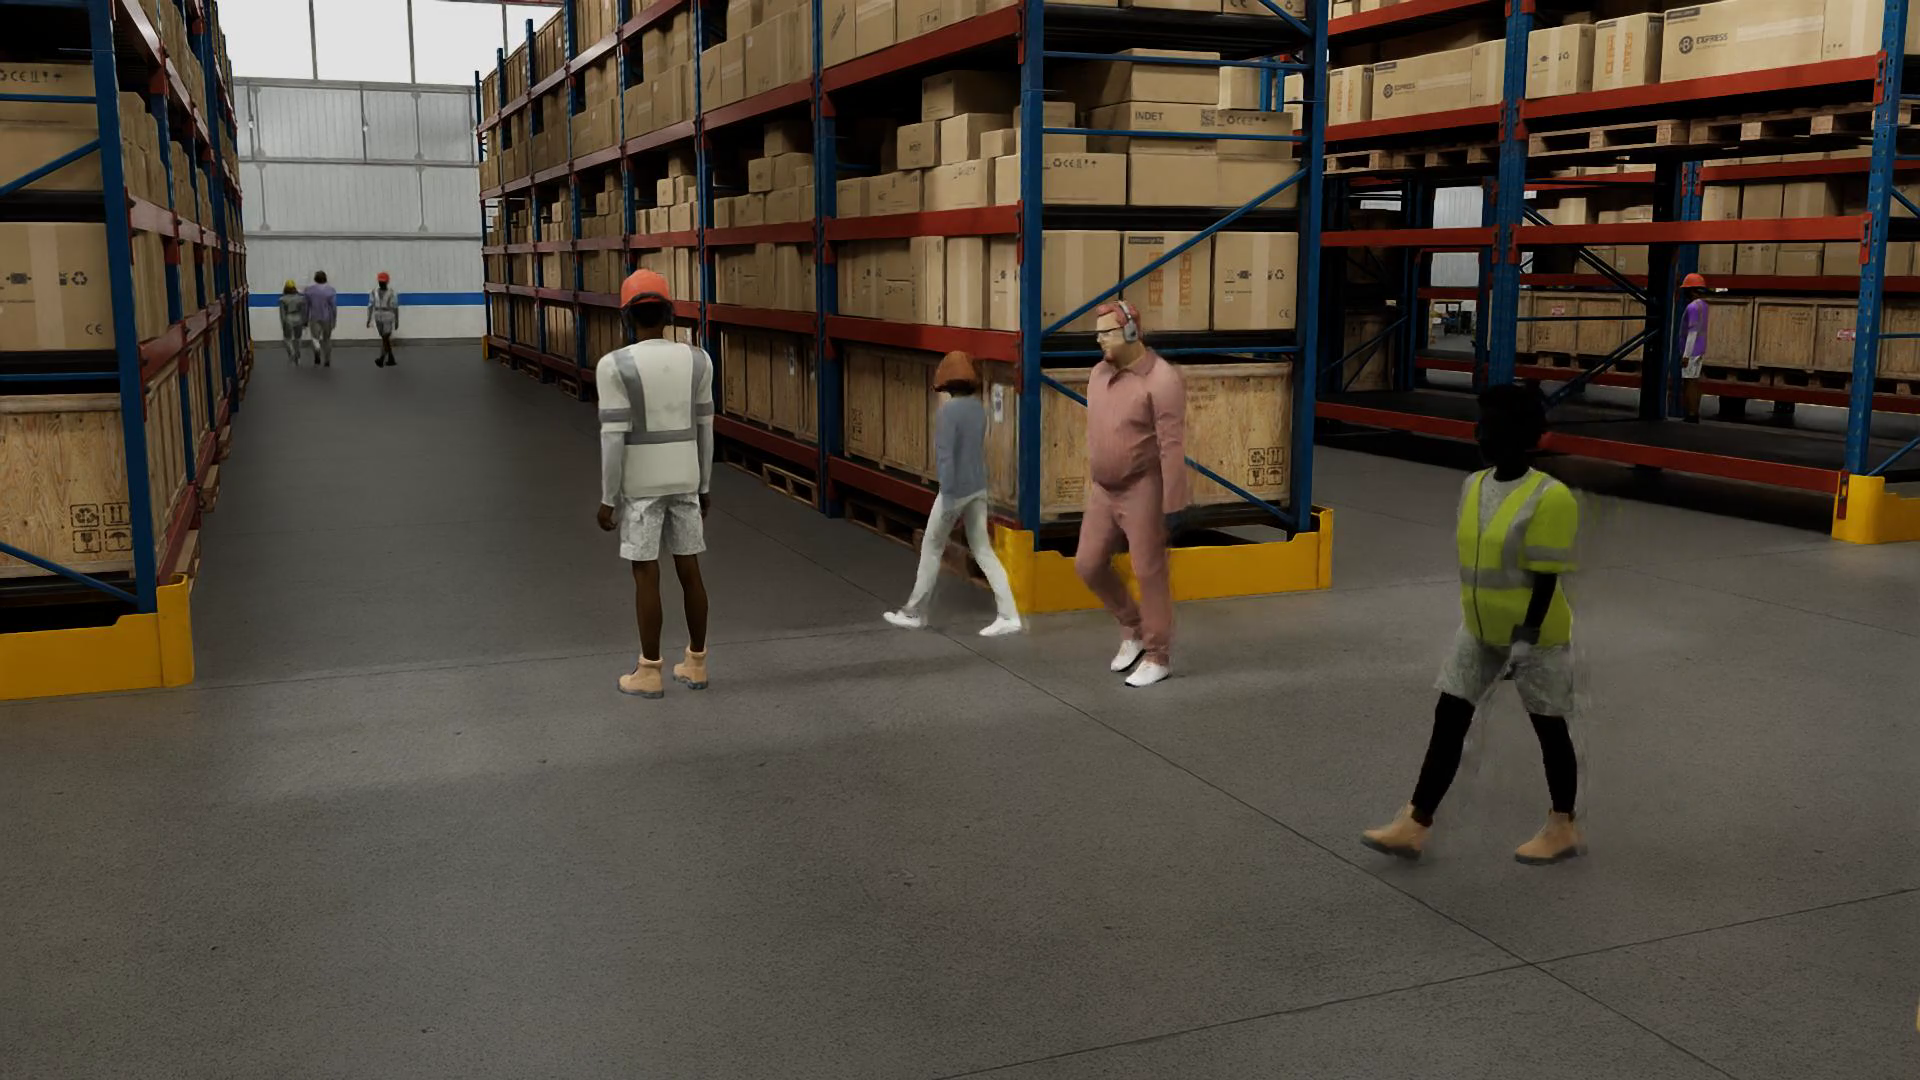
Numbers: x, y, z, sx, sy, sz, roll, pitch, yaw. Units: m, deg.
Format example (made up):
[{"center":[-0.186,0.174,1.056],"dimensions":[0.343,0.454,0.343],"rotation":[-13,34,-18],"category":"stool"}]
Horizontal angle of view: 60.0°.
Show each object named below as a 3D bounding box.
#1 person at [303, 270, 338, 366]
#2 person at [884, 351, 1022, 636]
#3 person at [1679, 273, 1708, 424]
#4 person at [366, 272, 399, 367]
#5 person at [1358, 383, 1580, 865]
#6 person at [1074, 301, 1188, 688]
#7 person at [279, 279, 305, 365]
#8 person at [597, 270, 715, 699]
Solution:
[{"center":[-12.713,-4.405,33.106],"dimensions":[0.645,1.920,0.483],"rotation":[-3,10,-17],"category":"person"},{"center":[-0.009,-0.255,9.263],"dimensions":[0.833,1.584,0.523],"rotation":[6,11,30],"category":"person"},{"center":[9.090,-2.345,20.730],"dimensions":[0.371,1.935,0.551],"rotation":[7,12,36],"category":"person"},{"center":[-11.465,-4.378,33.103],"dimensions":[0.552,1.875,1.049],"rotation":[1,10,5],"category":"person"},{"center":[1.788,0.312,5.597],"dimensions":[0.847,1.654,0.535],"rotation":[-4,10,-25],"category":"person"},{"center":[0.841,-0.220,8.145],"dimensions":[0.456,1.882,0.760],"rotation":[-7,12,-36],"category":"person"},{"center":[-13.517,-4.403,33.690],"dimensions":[0.489,1.730,0.402],"rotation":[-6,11,-31],"category":"person"},{"center":[-1.461,-0.261,7.952],"dimensions":[0.605,2.036,0.393],"rotation":[-8,12,-38],"category":"person"}]
